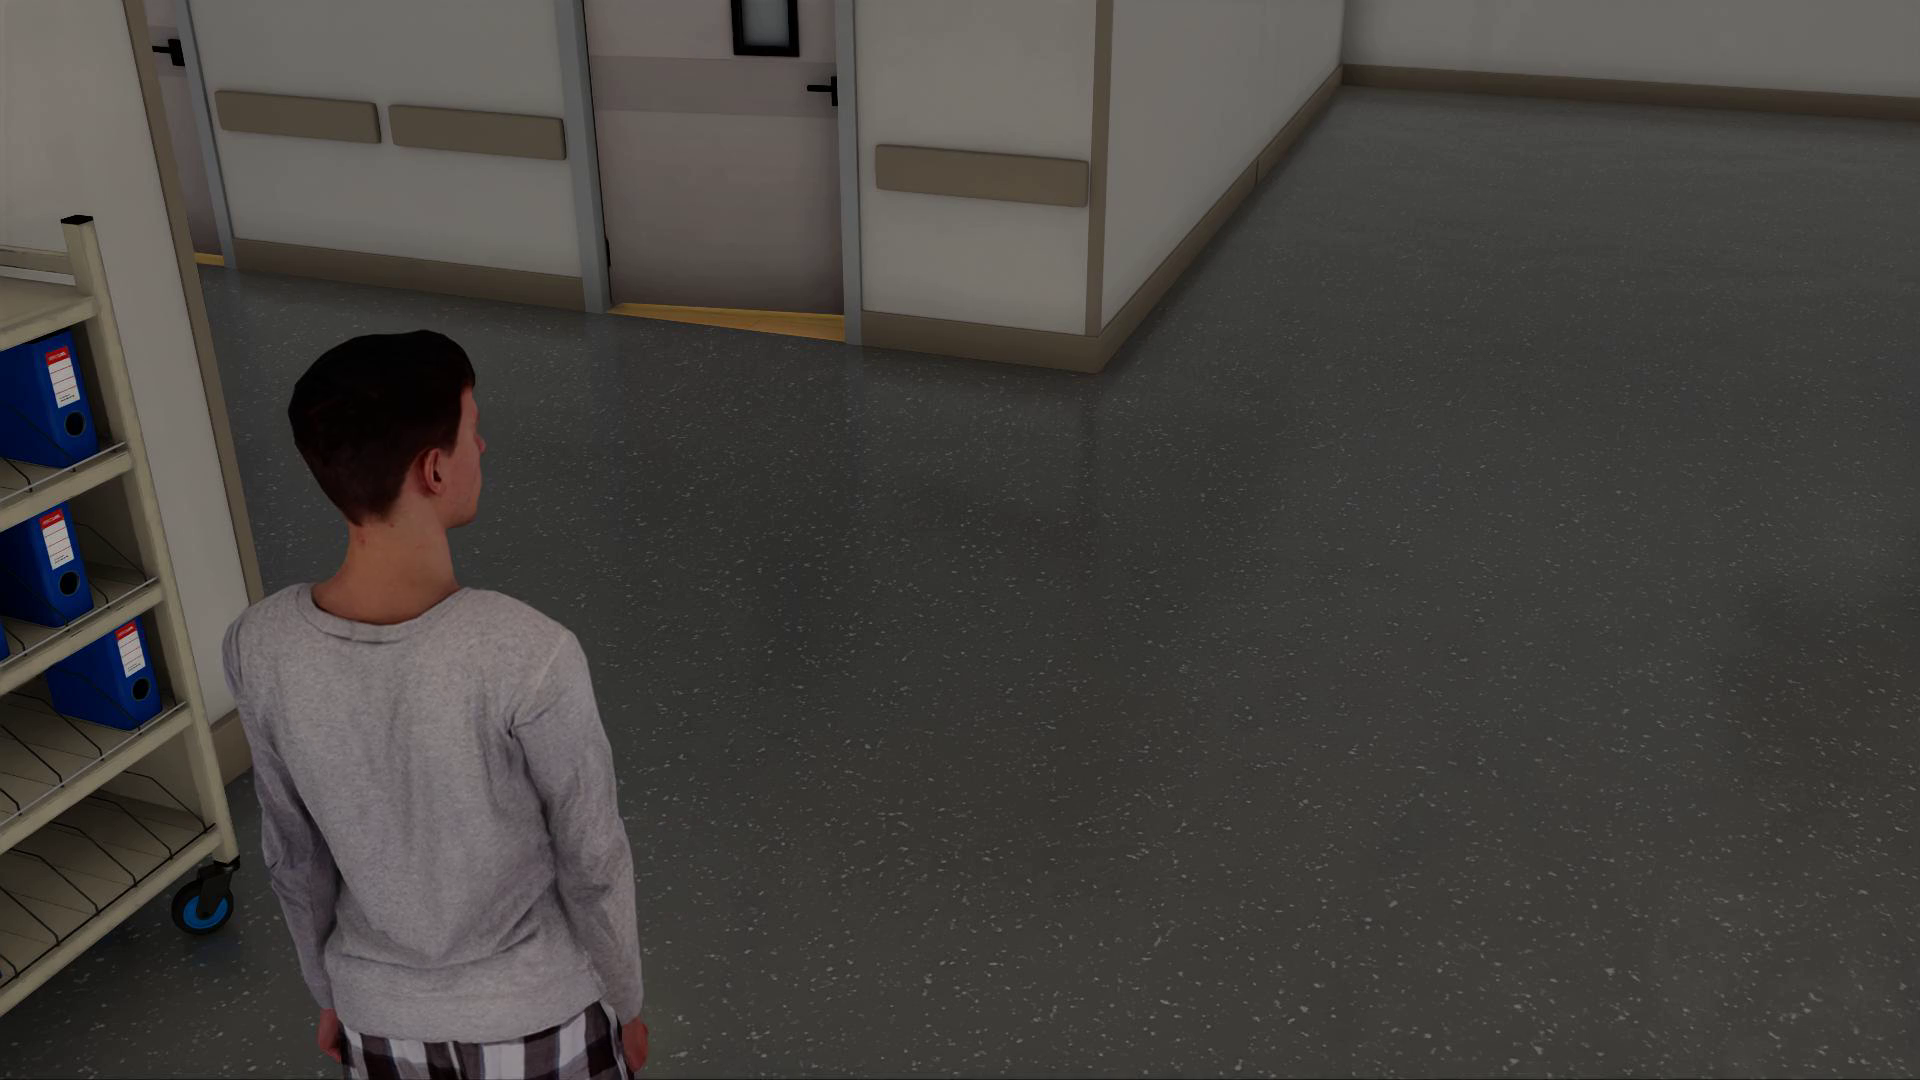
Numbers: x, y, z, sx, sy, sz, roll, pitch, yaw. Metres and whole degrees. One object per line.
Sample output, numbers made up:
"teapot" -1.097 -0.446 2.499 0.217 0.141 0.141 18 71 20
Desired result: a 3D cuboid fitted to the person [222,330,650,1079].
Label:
"person" -0.646 0.621 2.213 0.673 1.847 0.614 3 26 7
